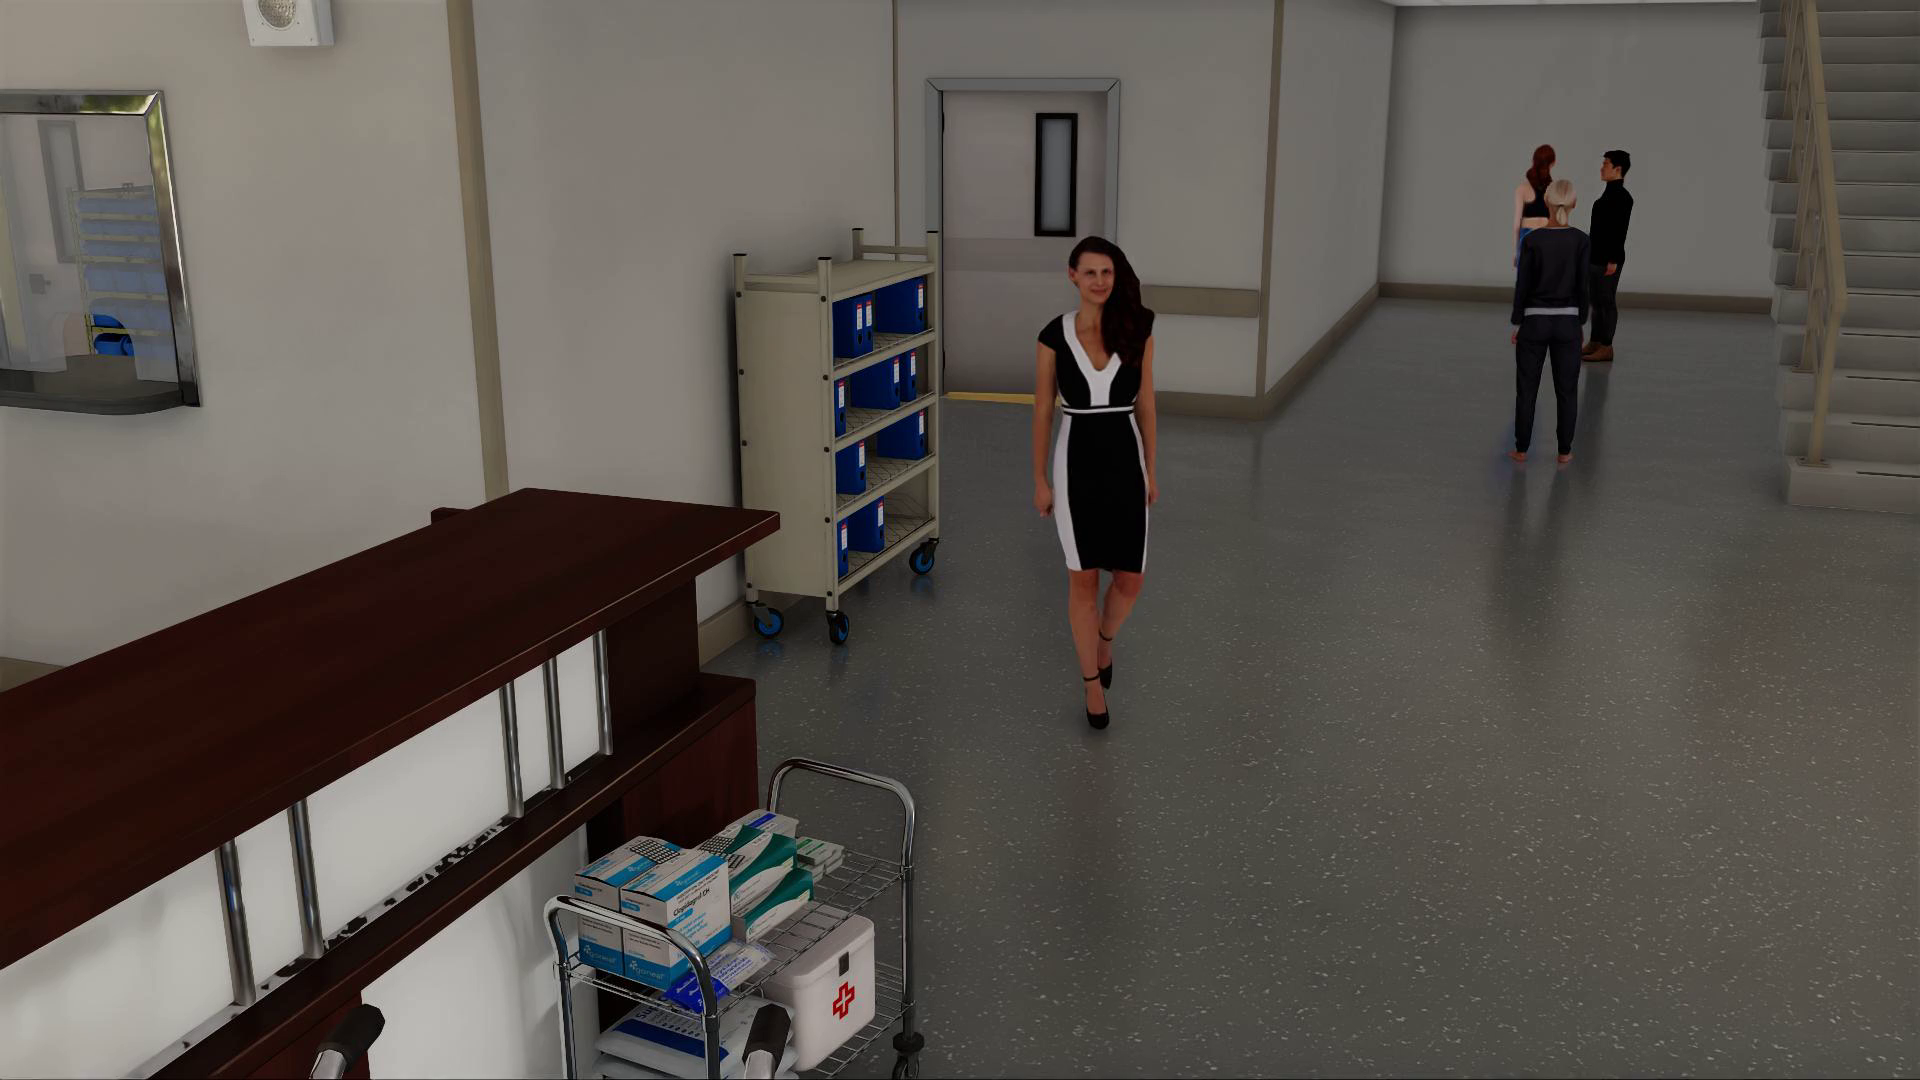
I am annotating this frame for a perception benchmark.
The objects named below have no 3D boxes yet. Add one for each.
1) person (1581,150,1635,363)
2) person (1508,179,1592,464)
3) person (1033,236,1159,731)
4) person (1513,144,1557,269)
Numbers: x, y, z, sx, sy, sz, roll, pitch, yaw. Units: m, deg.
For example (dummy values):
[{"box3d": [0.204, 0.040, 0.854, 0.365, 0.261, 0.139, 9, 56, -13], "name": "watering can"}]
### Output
[{"box3d": [5.382, -2.367, 13.854, 0.771, 1.722, 0.599, 0, 16, 1], "name": "person"}, {"box3d": [3.627, -1.342, 10.215, 0.624, 1.725, 0.552, 4, 16, 13], "name": "person"}, {"box3d": [0.497, -0.208, 6.078, 0.731, 1.787, 0.785, 0, 16, -1], "name": "person"}, {"box3d": [4.609, -2.229, 13.319, 0.726, 1.748, 1.151, 4, 16, 13], "name": "person"}]
